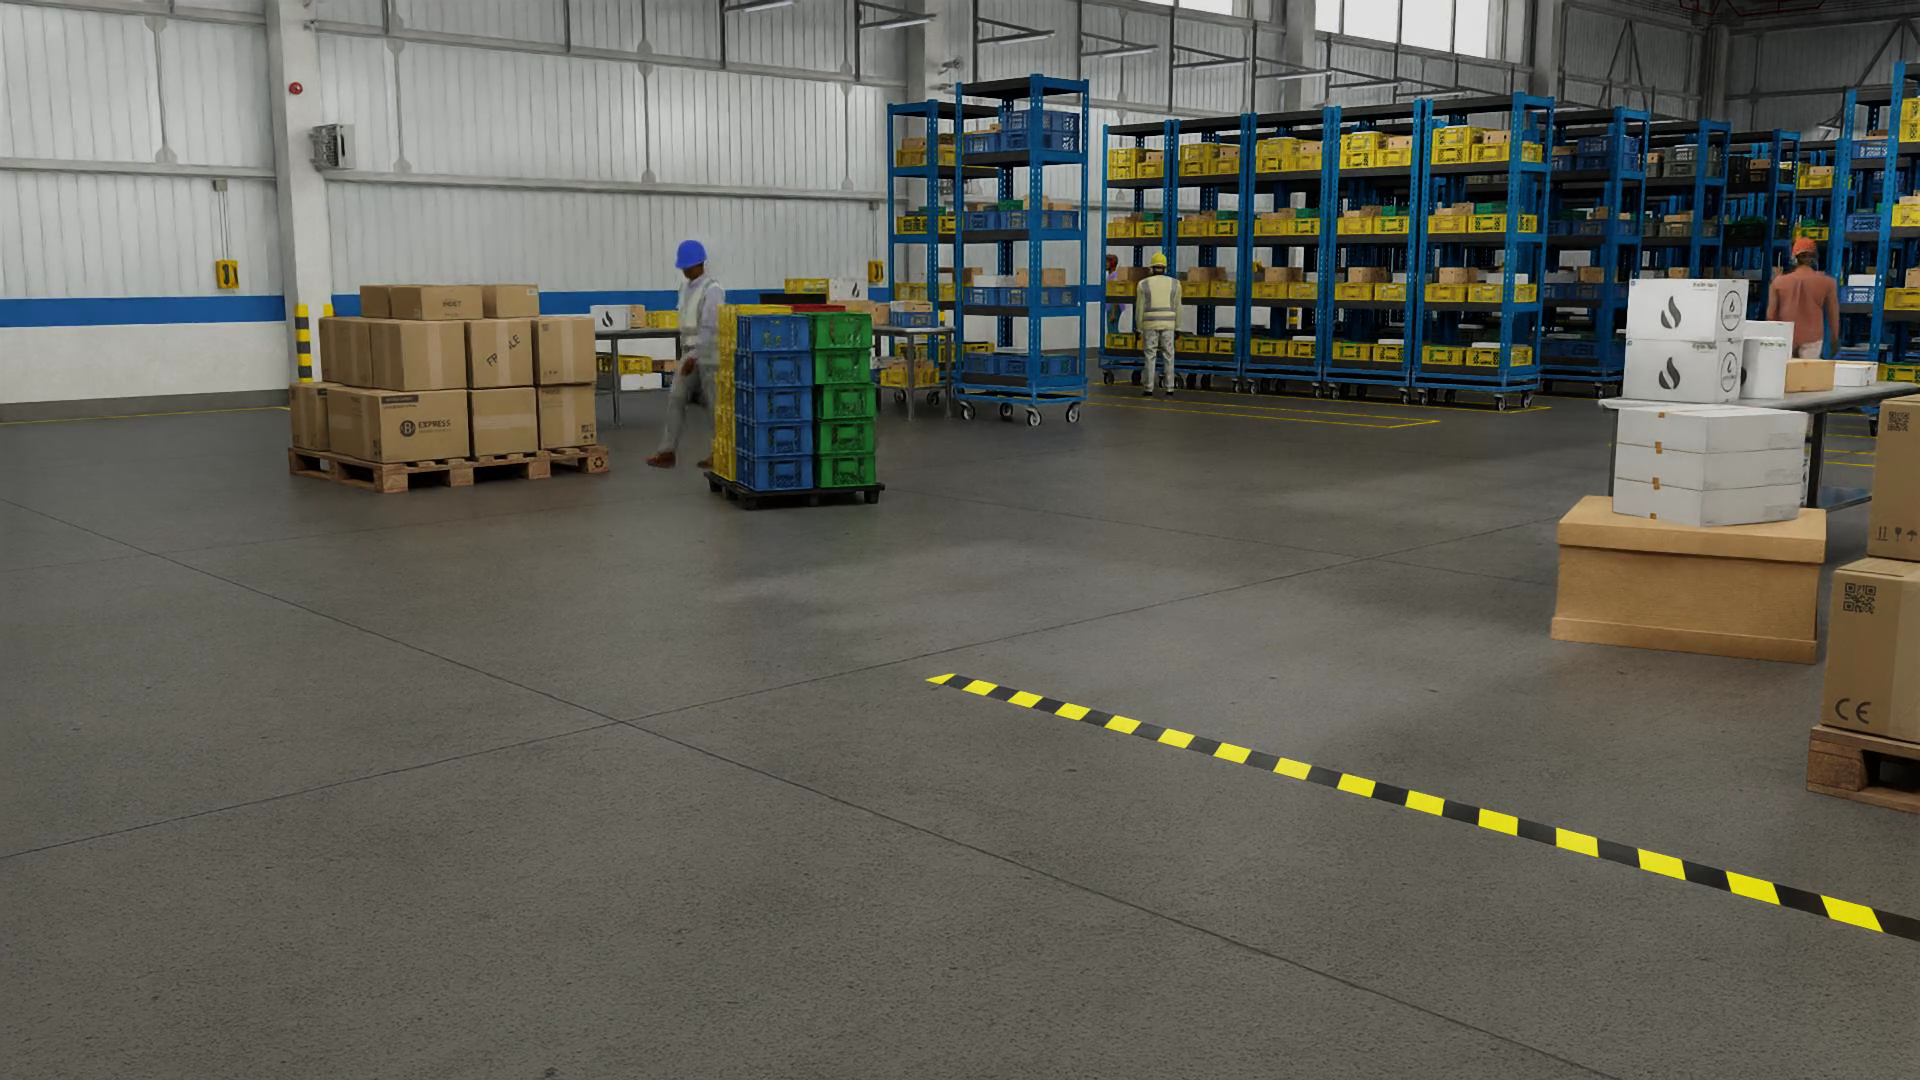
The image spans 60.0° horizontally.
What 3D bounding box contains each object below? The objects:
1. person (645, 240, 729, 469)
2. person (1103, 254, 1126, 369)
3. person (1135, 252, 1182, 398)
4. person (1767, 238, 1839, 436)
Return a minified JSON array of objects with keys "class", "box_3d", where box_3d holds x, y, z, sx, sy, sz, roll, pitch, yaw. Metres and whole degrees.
[{"class":"person","box_3d":[-2.178,-1.484,13.541,0.833,1.880,0.643,-9,13,-43]},{"class":"person","box_3d":[2.462,-3.659,26.717,0.389,1.847,0.563,0,9,-1]},{"class":"person","box_3d":[2.494,-2.694,20.952,0.588,1.835,0.403,-1,9,-4]},{"class":"person","box_3d":[8.203,-1.948,16.204,0.629,1.953,0.993,7,12,35]}]
